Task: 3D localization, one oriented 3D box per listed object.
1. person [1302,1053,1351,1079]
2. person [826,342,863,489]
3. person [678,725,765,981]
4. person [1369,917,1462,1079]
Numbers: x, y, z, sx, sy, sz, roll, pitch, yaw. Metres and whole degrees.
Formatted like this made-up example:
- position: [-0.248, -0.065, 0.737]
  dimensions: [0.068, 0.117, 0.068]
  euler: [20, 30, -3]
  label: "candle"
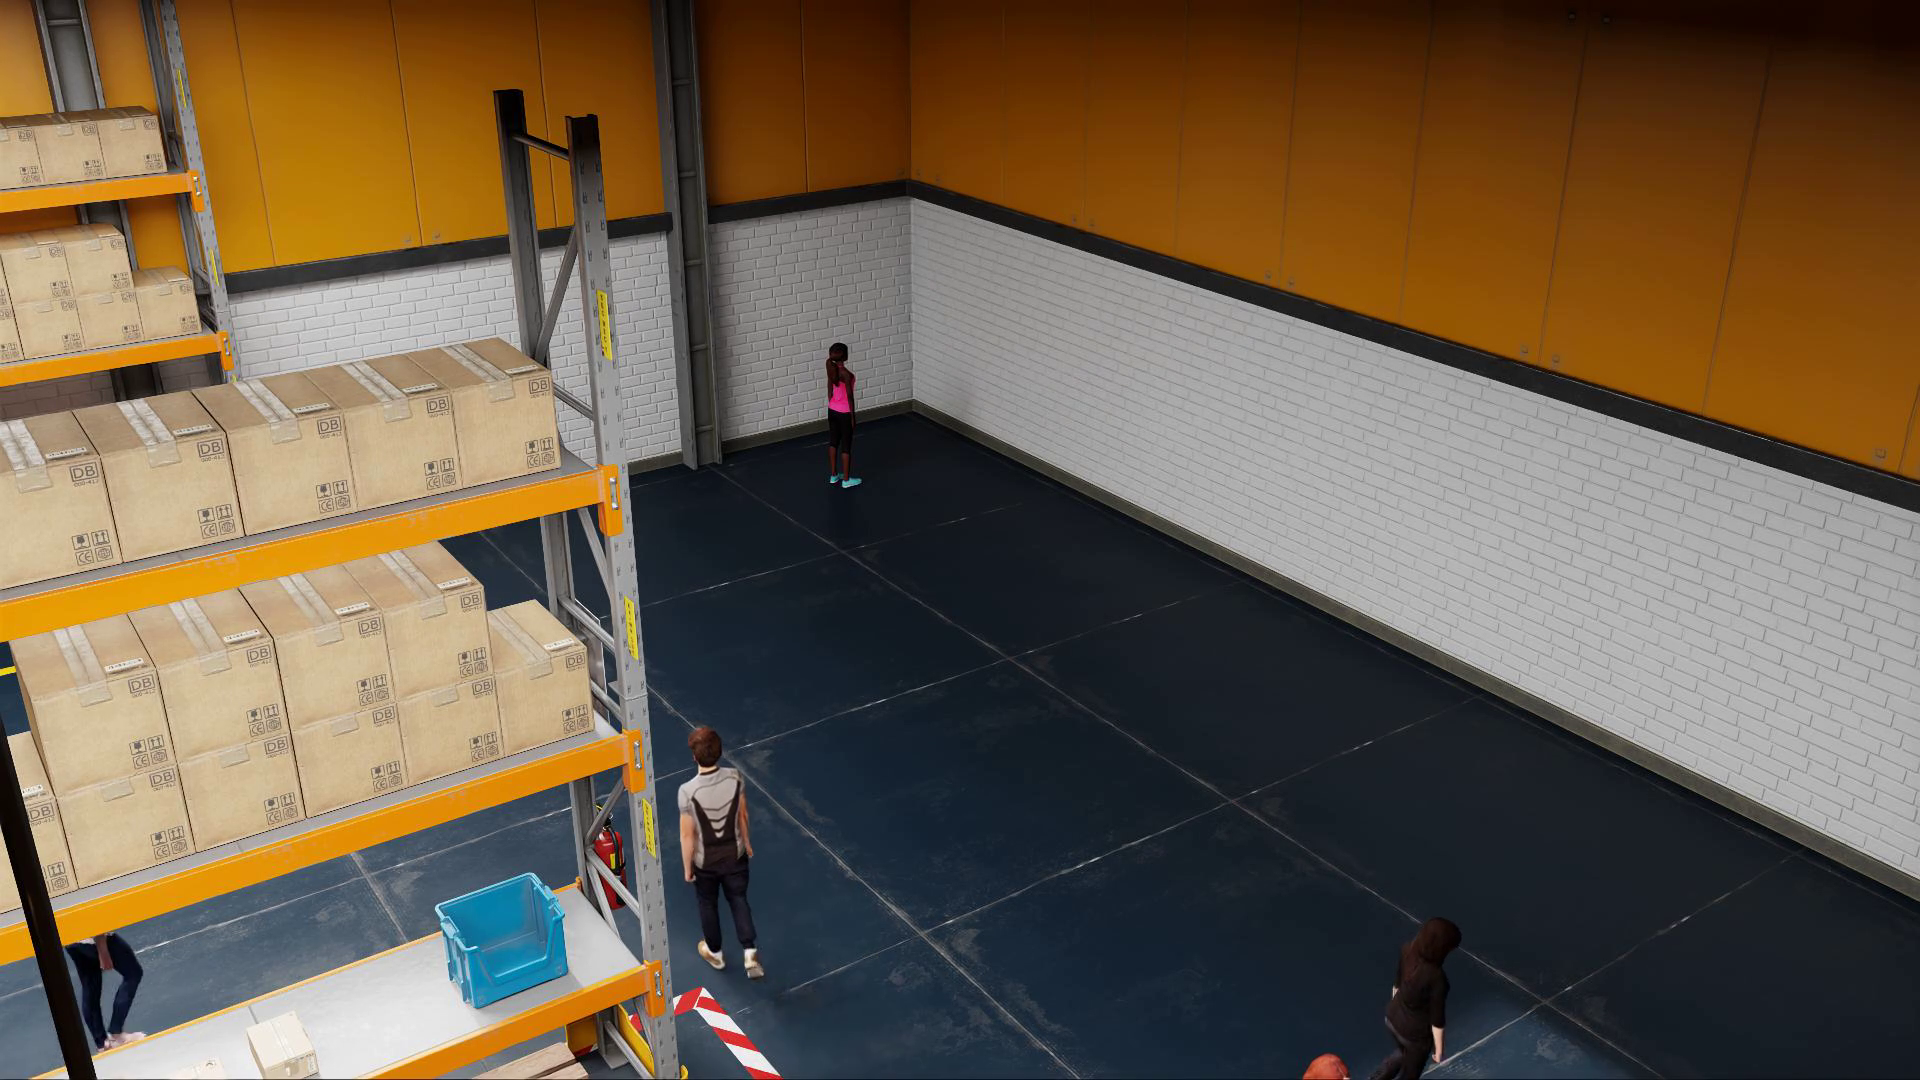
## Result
- position: [1.790, 3.307, 8.326]
  dimensions: [0.493, 1.780, 0.666]
  euler: [-21, 31, -40]
  label: "person"
- position: [-1.390, -1.466, 19.316]
  dimensions: [0.587, 1.724, 0.582]
  euler: [-21, 31, -40]
  label: "person"
- position: [-1.558, 2.107, 10.949]
  dimensions: [0.958, 1.877, 0.815]
  euler: [-11, 26, -24]
  label: "person"
- position: [2.538, 2.845, 9.587]
  dimensions: [0.779, 1.616, 0.682]
  euler: [-10, 26, -22]
  label: "person"
